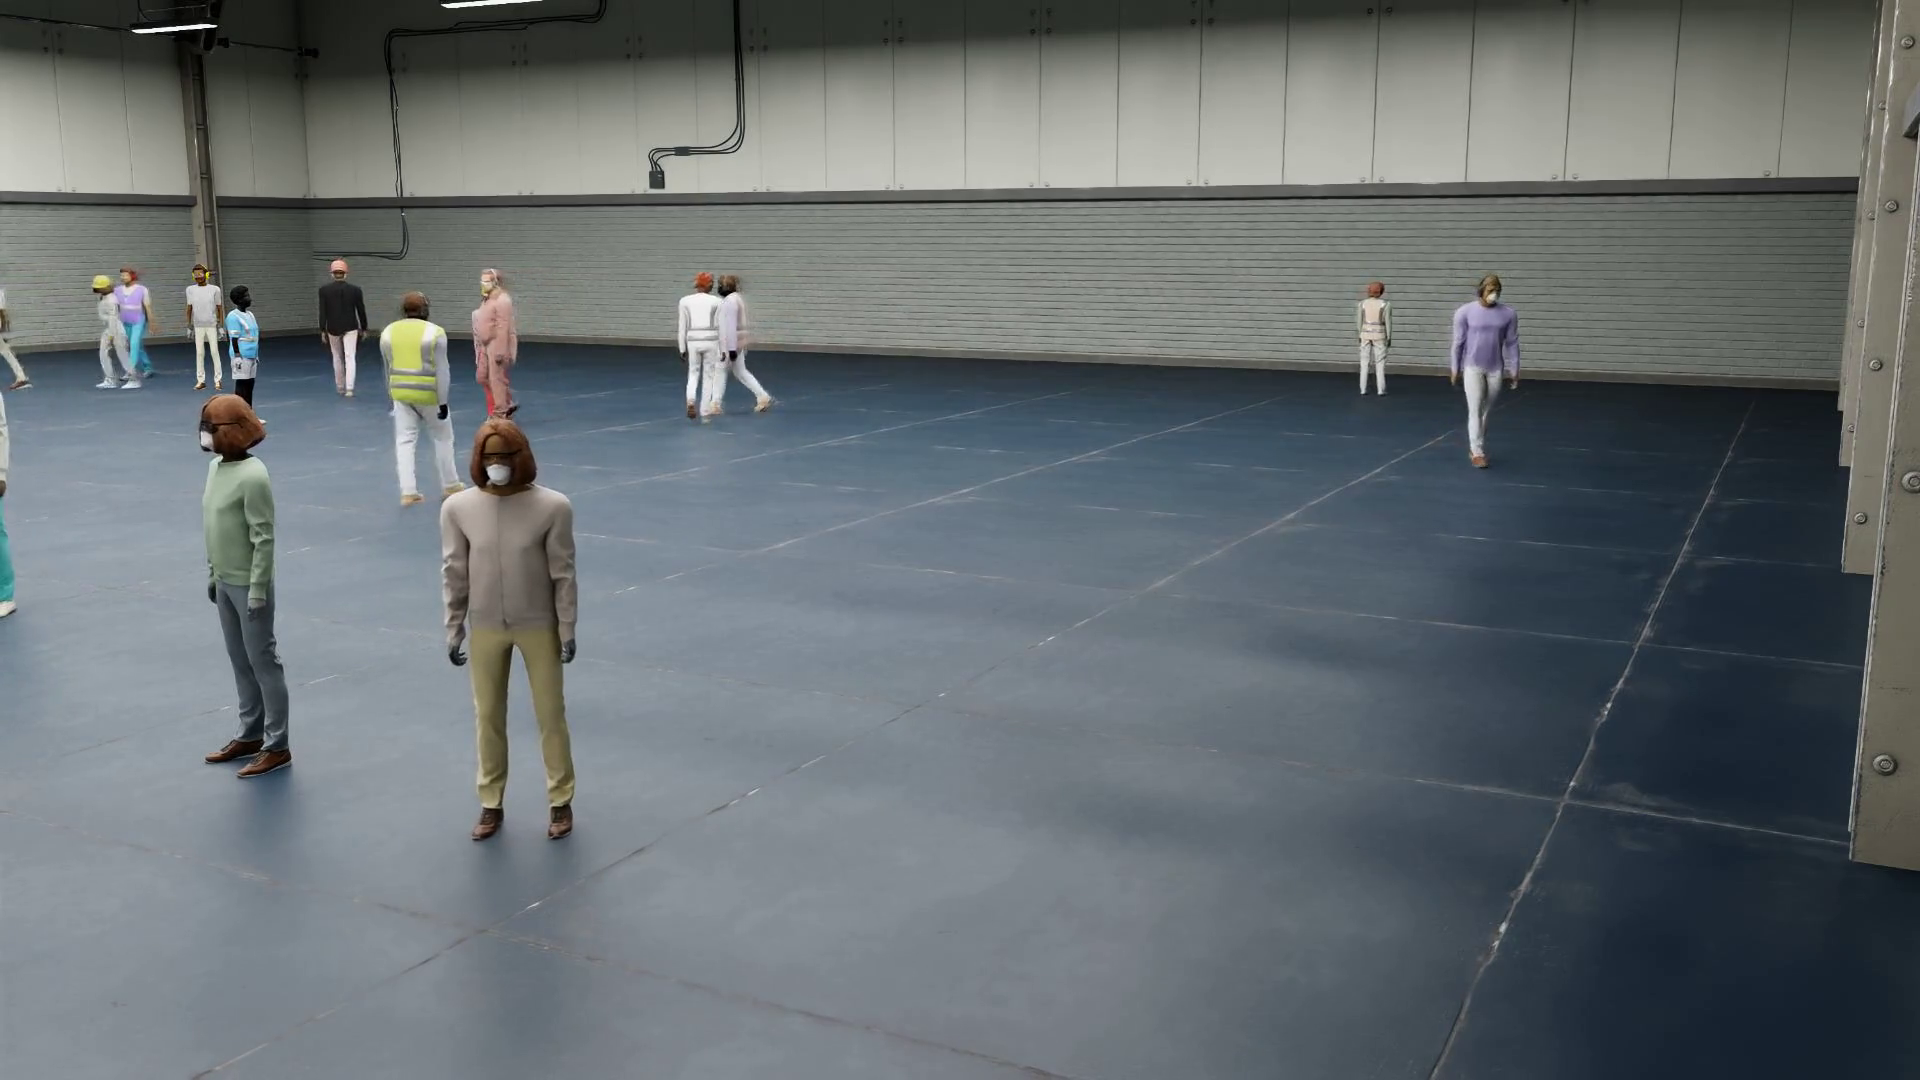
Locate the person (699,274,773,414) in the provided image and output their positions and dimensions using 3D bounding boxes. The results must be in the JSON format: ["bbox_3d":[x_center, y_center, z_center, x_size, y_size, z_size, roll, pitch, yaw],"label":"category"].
[{"bbox_3d":[-2.889,-2.520,21.437,0.894,1.813,0.637,0,10,2],"label":"person"}]

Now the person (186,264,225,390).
[{"bbox_3d":[-11.240,-3.164,24.768,0.532,1.868,0.310,-2,11,-10],"label":"person"}]

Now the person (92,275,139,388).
[{"bbox_3d":[-12.666,-3.096,24.840,0.501,1.699,0.698,9,14,40],"label":"person"}]

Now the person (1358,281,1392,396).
[{"bbox_3d":[5.950,-2.885,23.883,0.520,1.638,0.343,7,12,33],"label":"person"}]

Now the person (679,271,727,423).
[{"bbox_3d":[-3.156,-2.361,20.405,0.581,1.868,0.466,0,10,2],"label":"person"}]

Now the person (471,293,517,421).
[{"bbox_3d":[-5.767,-2.332,20.658,0.532,1.731,0.873,-2,11,-10],"label":"person"}]

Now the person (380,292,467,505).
[{"bbox_3d":[-4.630,-1.232,14.403,0.636,1.809,0.828,2,11,9],"label":"person"}]

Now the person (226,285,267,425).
[{"bbox_3d":[-8.588,-2.203,19.982,0.315,1.700,0.541,0,10,1],"label":"person"}]

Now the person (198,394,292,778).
[{"bbox_3d":[-3.083,0.188,7.122,0.500,1.635,0.287,10,14,42],"label":"person"}]

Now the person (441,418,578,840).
[{"bbox_3d":[-1.691,0.345,6.310,0.499,1.626,0.300,-1,10,-3],"label":"person"}]

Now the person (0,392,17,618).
[{"bbox_3d":[-5.953,-0.394,9.947,0.532,1.765,0.329,2,11,8],"label":"person"}]

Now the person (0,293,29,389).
[{"bbox_3d":[-14.369,-3.122,24.664,0.496,1.823,0.994,9,14,42],"label":"person"}]

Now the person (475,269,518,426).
[{"bbox_3d":[-5.595,-2.303,19.981,0.414,1.893,0.676,-6,12,-31],"label":"person"}]

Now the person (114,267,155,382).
[{"bbox_3d":[-13.147,-3.437,26.469,0.590,1.799,0.983,2,11,11],"label":"person"}]

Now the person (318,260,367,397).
[{"bbox_3d":[-8.840,-3.031,23.861,0.646,1.939,1.046,-4,11,-21],"label":"person"}]

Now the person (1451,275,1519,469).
[{"bbox_3d":[5.259,-1.688,16.643,0.650,1.906,0.852,0,10,-2],"label":"person"}]
